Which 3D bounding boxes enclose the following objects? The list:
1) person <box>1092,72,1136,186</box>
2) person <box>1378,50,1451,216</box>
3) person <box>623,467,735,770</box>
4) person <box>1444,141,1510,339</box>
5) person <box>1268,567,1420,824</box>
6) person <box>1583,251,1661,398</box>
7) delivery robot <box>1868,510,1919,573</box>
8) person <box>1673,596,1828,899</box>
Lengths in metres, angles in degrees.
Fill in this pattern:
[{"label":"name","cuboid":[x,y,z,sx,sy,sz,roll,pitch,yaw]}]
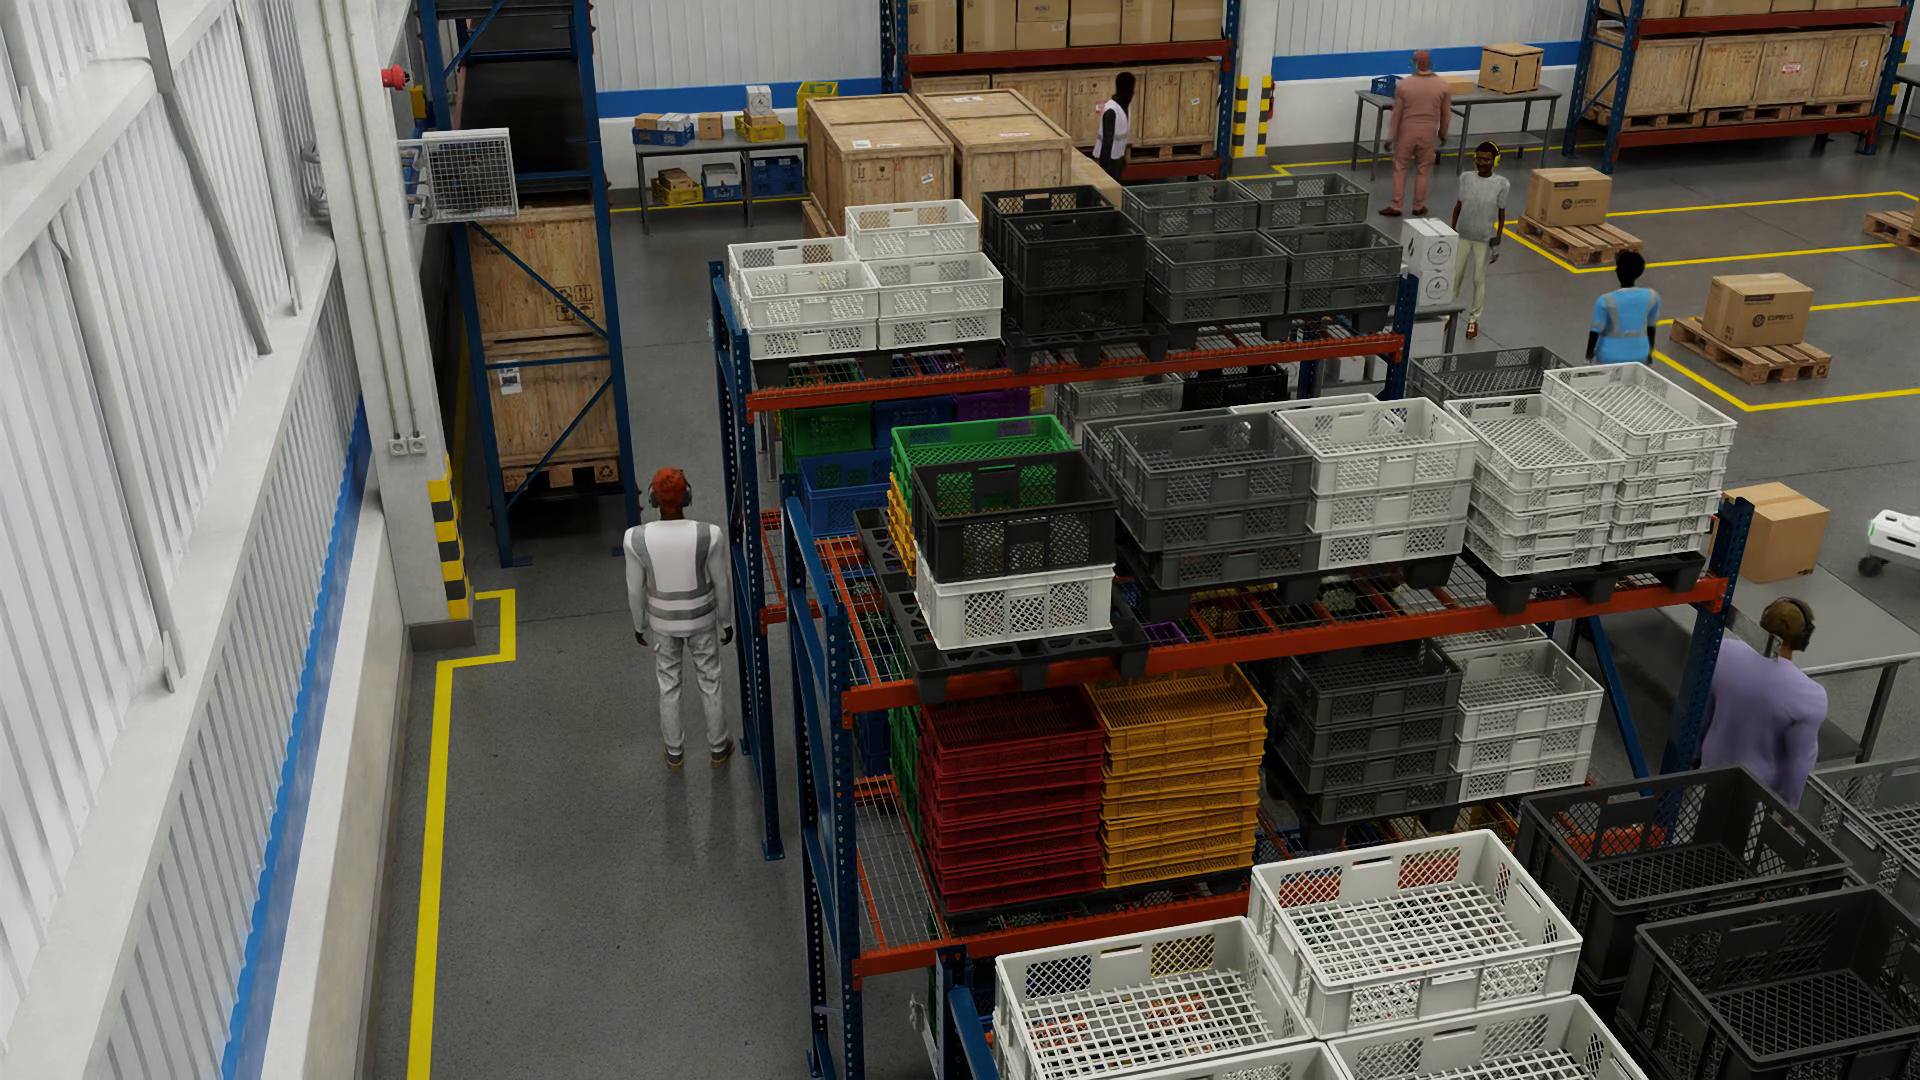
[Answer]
[{"label":"person","cuboid":[1.681,-4.181,18.225,0.429,1.899,0.607,10,29,18]},{"label":"person","cuboid":[5.281,-4.668,19.162,0.746,1.887,0.397,1,28,2]},{"label":"person","cuboid":[-1.570,0.457,9.431,0.573,1.886,0.355,-2,28,-3]},{"label":"person","cuboid":[4.852,-2.831,15.685,0.518,1.873,0.328,16,32,28]},{"label":"person","cuboid":[2.039,0.779,8.917,0.738,1.808,0.433,19,33,32]},{"label":"person","cuboid":[5.278,-1.467,13.290,0.598,1.685,0.341,-2,28,-3]},{"label":"delivery robot","cuboid":[6.730,0.021,11.578,0.707,0.478,0.477,24,36,37]},{"label":"person","cuboid":[3.812,1.136,8.095,0.358,1.931,0.628,-15,31,-27]}]
